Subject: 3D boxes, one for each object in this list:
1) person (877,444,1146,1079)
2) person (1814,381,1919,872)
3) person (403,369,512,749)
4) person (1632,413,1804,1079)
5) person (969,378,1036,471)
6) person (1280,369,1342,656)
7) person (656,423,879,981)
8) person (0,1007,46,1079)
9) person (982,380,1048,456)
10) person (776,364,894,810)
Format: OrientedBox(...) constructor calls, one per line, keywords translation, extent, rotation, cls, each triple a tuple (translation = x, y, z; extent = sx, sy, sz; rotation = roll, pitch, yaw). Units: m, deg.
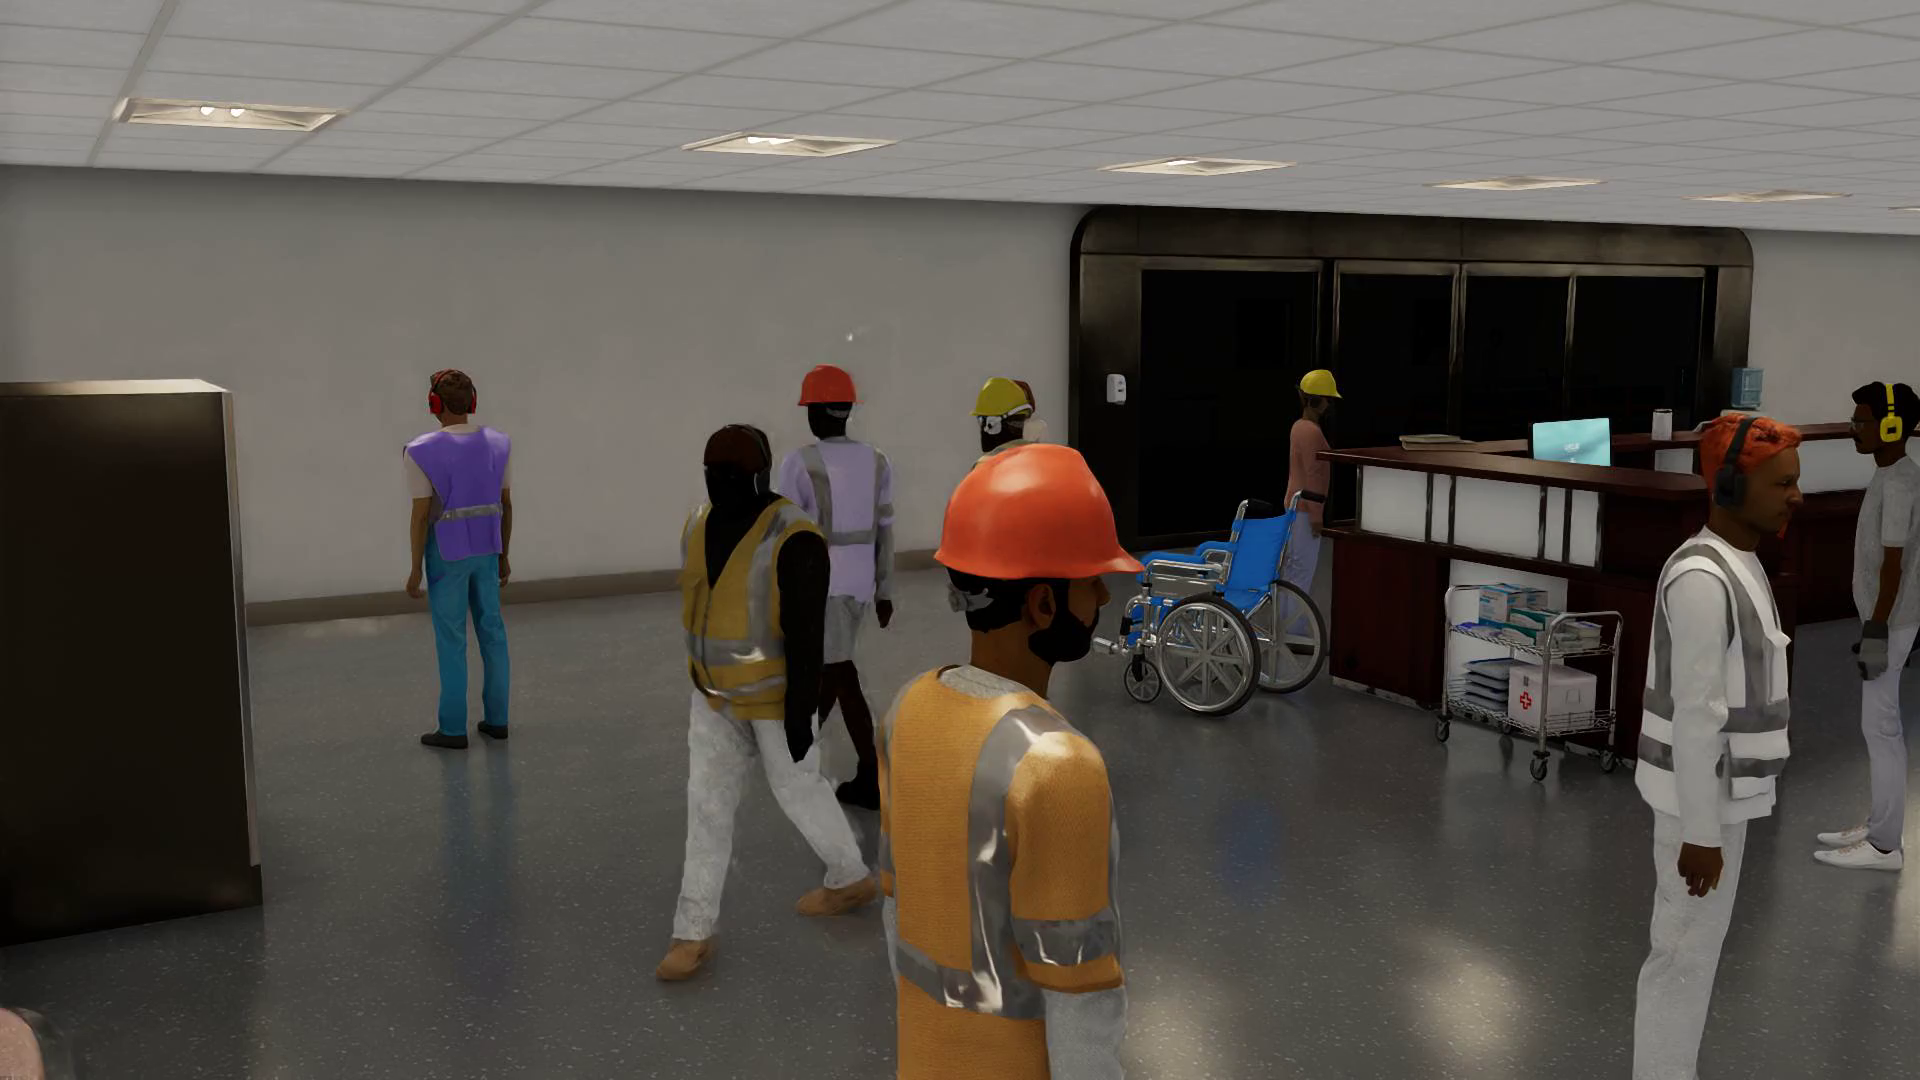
OrientedBox(translation=(0.091, 0.825, 2.480), extent=(0.357, 1.937, 0.550), rotation=(-4, 9, -29), cls="person")
OrientedBox(translation=(3.513, 0.329, 6.353), extent=(0.326, 1.862, 0.508), rotation=(4, 9, 29), cls="person")
OrientedBox(translation=(-2.421, 0.096, 8.088), extent=(0.390, 1.846, 0.564), rotation=(7, 10, 40), cls="person")
OrientedBox(translation=(1.832, 0.633, 4.055), extent=(0.338, 1.882, 0.583), rotation=(5, 9, 30), cls="person")
OrientedBox(translation=(0.209, 0.171, 7.636), extent=(0.403, 1.824, 0.596), rotation=(5, 9, 32), cls="person")
OrientedBox(translation=(2.184, -0.174, 10.341), extent=(0.329, 1.765, 0.533), rotation=(0, 8, 1), cls="person")
OrientedBox(translation=(-0.653, 0.488, 5.525), extent=(0.663, 1.783, 0.923), rotation=(6, 10, 35), cls="person")
OrientedBox(translation=(-1.091, 1.037, 1.599), extent=(0.579, 1.743, 0.542), rotation=(1, 8, 10), cls="person")
OrientedBox(translation=(0.405, -0.348, 12.106), extent=(0.504, 1.627, 0.285), rotation=(-2, 8, -11), cls="person")
OrientedBox(translation=(-0.610, 0.181, 7.294), extent=(0.565, 1.882, 0.978), rotation=(-7, 11, -43), cls="person")
